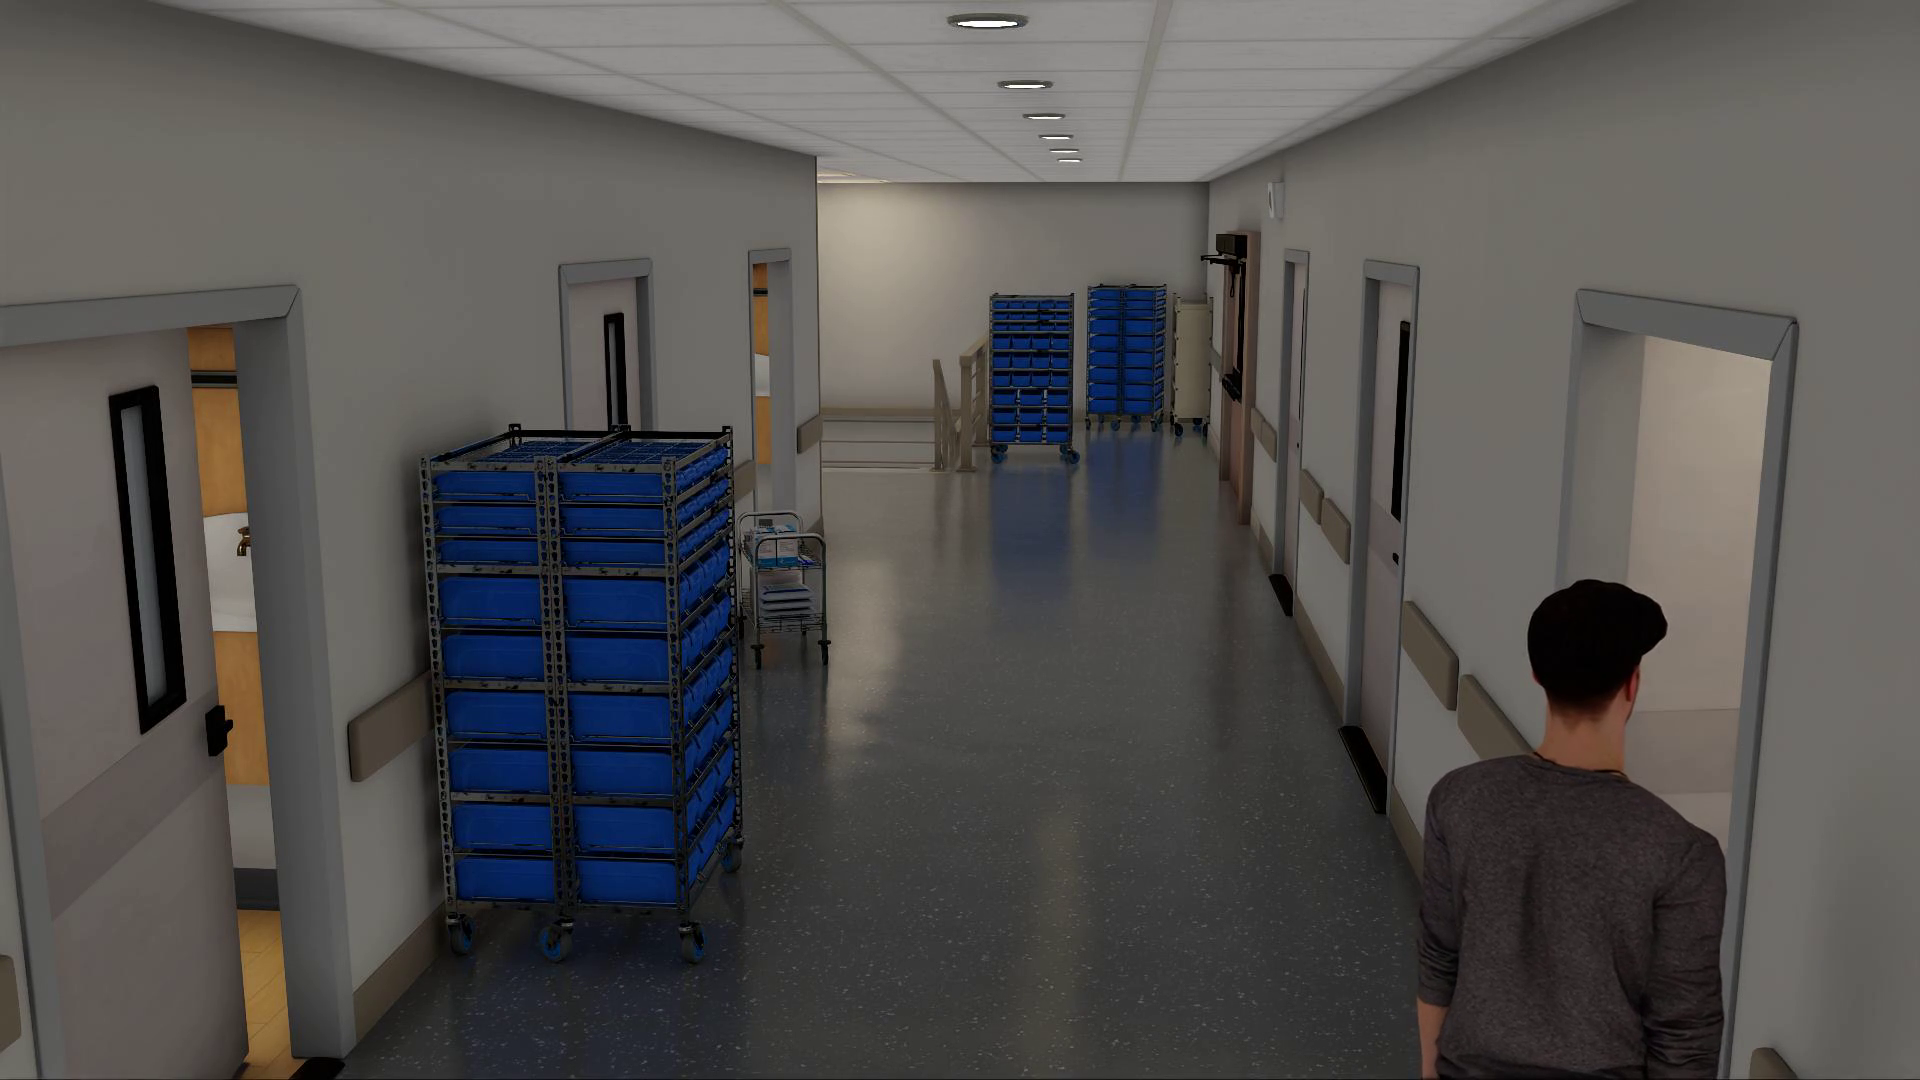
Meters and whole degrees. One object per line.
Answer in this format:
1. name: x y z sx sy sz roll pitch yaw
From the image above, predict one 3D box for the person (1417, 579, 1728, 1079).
1. person: 0.981 1.010 2.822 0.755 1.900 0.770 9 14 38
